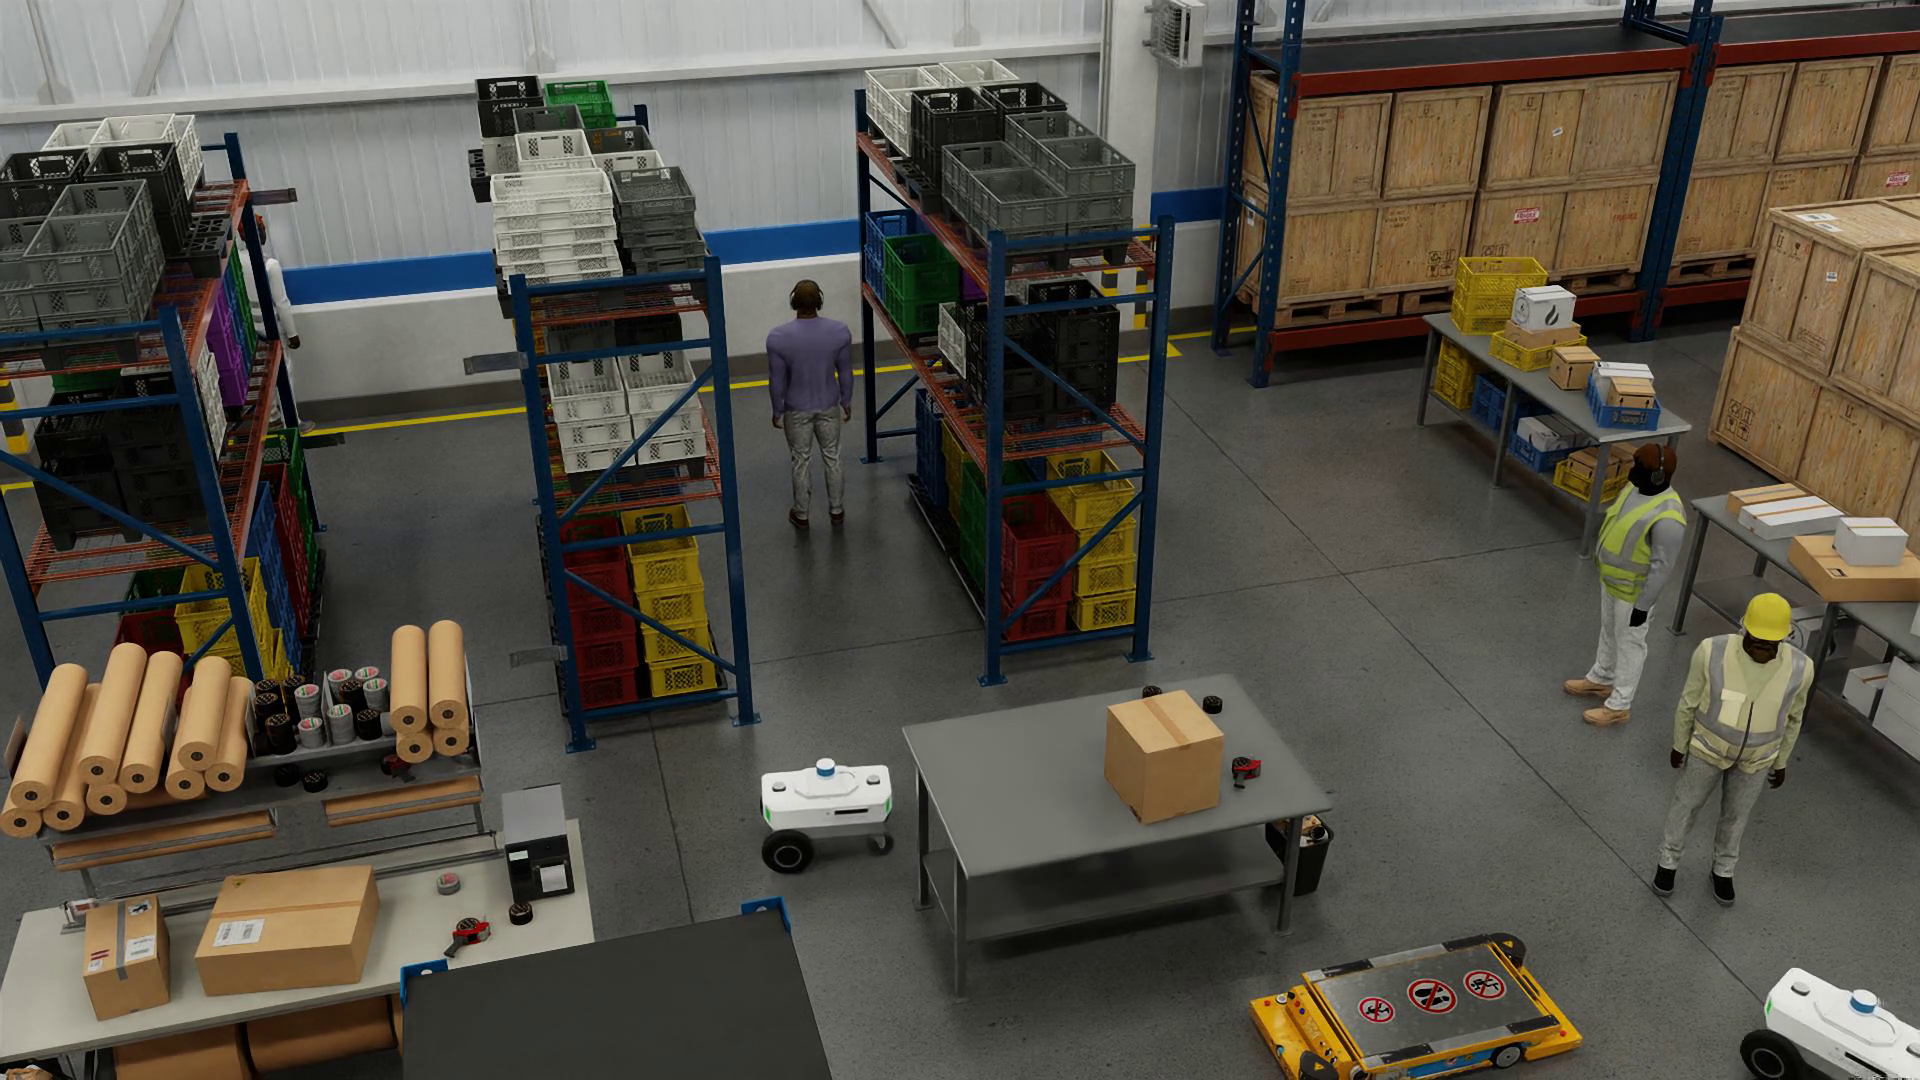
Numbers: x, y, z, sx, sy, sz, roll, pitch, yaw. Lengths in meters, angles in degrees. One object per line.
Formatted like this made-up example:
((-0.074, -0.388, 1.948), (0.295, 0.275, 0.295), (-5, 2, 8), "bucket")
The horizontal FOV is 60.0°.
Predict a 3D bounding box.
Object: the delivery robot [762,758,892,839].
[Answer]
((-0.729, 1.425, 9.153), (0.707, 0.478, 0.477), (-3, 29, -6), "delivery robot")

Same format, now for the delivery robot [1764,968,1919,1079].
((4.083, 2.272, 7.613), (0.477, 0.478, 0.707), (-24, 37, -36), "delivery robot")

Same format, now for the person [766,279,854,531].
((-1.086, -0.987, 12.209), (0.636, 1.939, 0.365), (-8, 30, -15), "person")

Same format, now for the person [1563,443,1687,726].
((4.032, 0.258, 10.044), (0.429, 1.845, 0.621), (0, 29, 0), "person")

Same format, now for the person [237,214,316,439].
((-5.684, -1.756, 13.682), (0.575, 1.876, 0.340), (16, 33, 27), "person")

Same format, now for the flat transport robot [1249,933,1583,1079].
((2.184, 2.282, 7.980), (1.431, 0.197, 0.652), (-8, 30, -14), "flat transport robot")

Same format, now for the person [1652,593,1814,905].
((3.979, 1.072, 8.572), (0.590, 1.833, 0.404), (7, 30, 13), "person")
